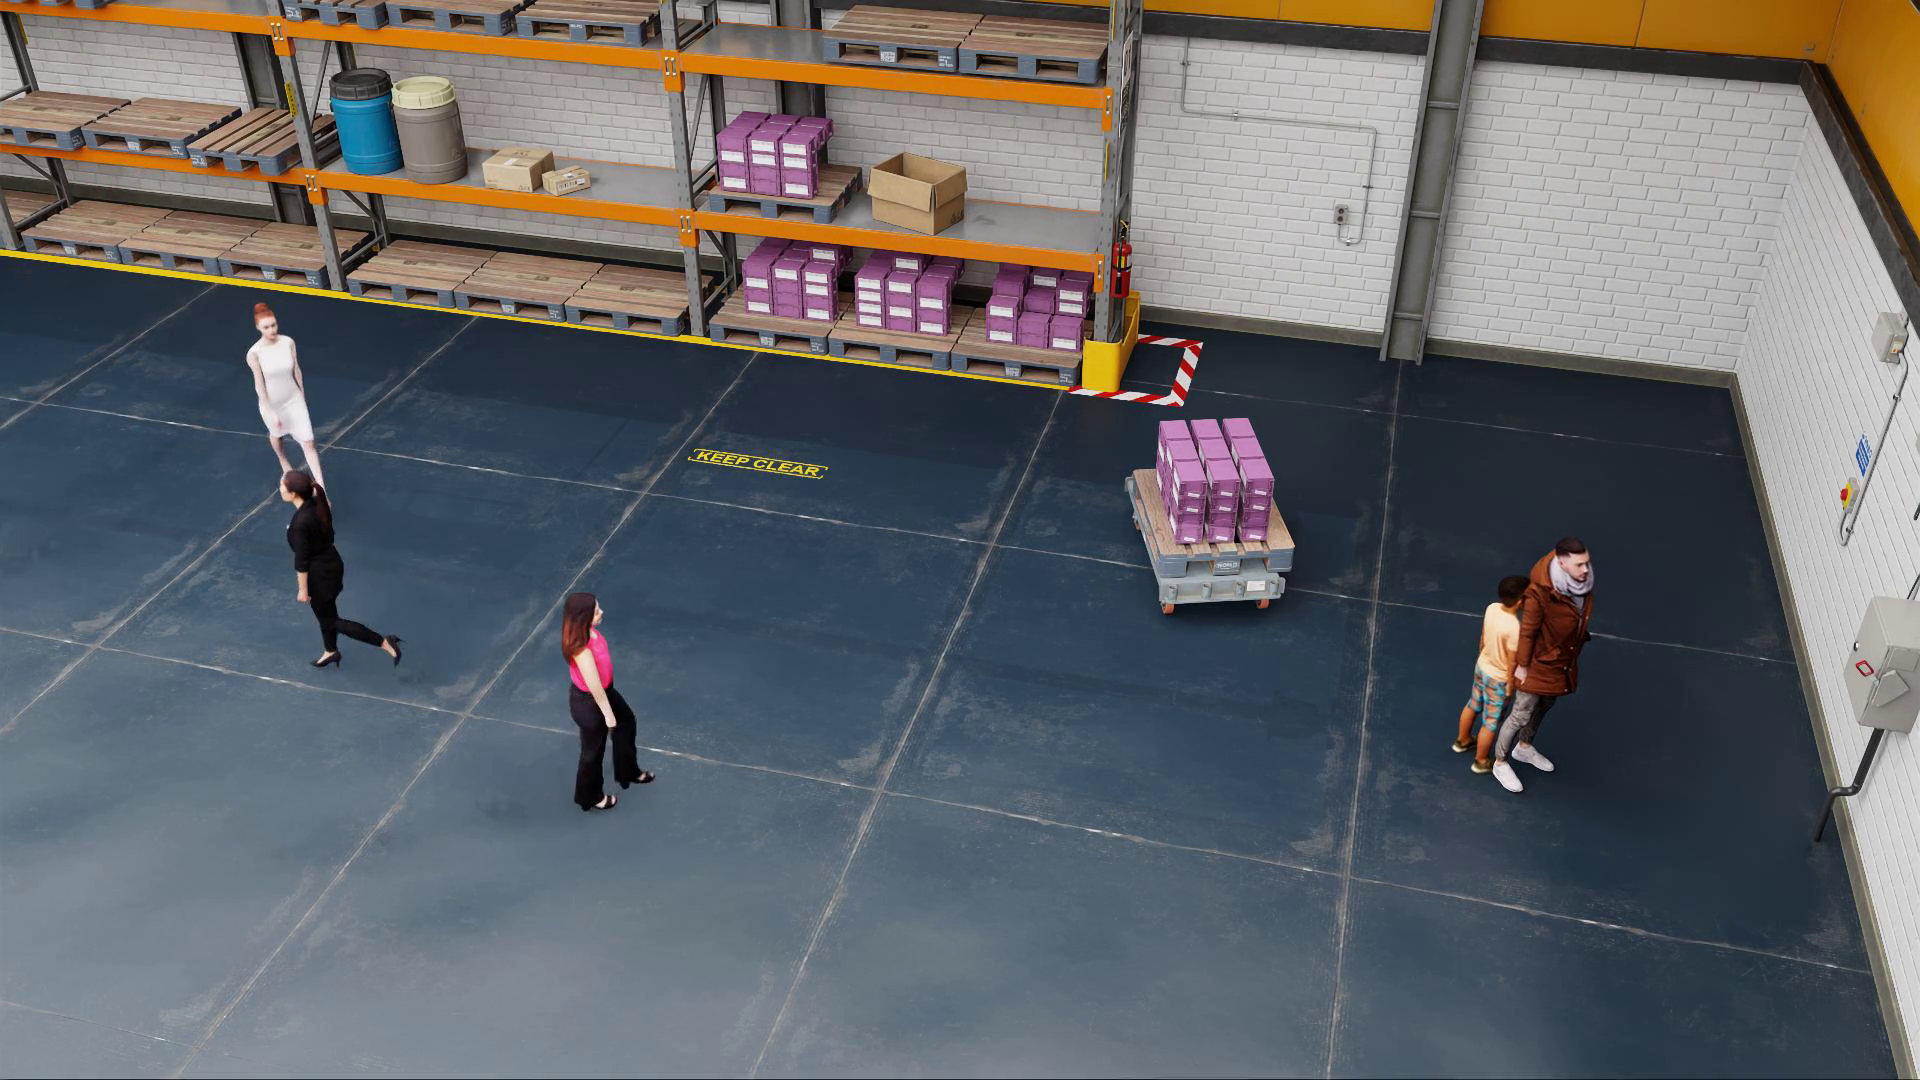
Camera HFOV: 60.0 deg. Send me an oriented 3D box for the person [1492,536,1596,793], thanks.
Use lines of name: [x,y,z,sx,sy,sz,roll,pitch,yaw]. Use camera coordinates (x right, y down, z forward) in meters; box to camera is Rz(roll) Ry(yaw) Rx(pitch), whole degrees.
person: [3.702,0.754,10.524,0.852,1.837,0.898,-23,40,-30]

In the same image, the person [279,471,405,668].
person: [-4.306,0.270,11.433,1.039,1.637,0.781,0,34,-1]

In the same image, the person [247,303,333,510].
person: [-5.490,-1.095,13.402,0.974,1.732,1.167,-27,42,-34]

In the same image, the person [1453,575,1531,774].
person: [3.448,0.852,10.720,0.618,1.458,0.588,-9,35,-13]

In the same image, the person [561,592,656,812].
person: [-2.341,1.025,10.293,0.878,1.642,0.782,-8,35,-12]
